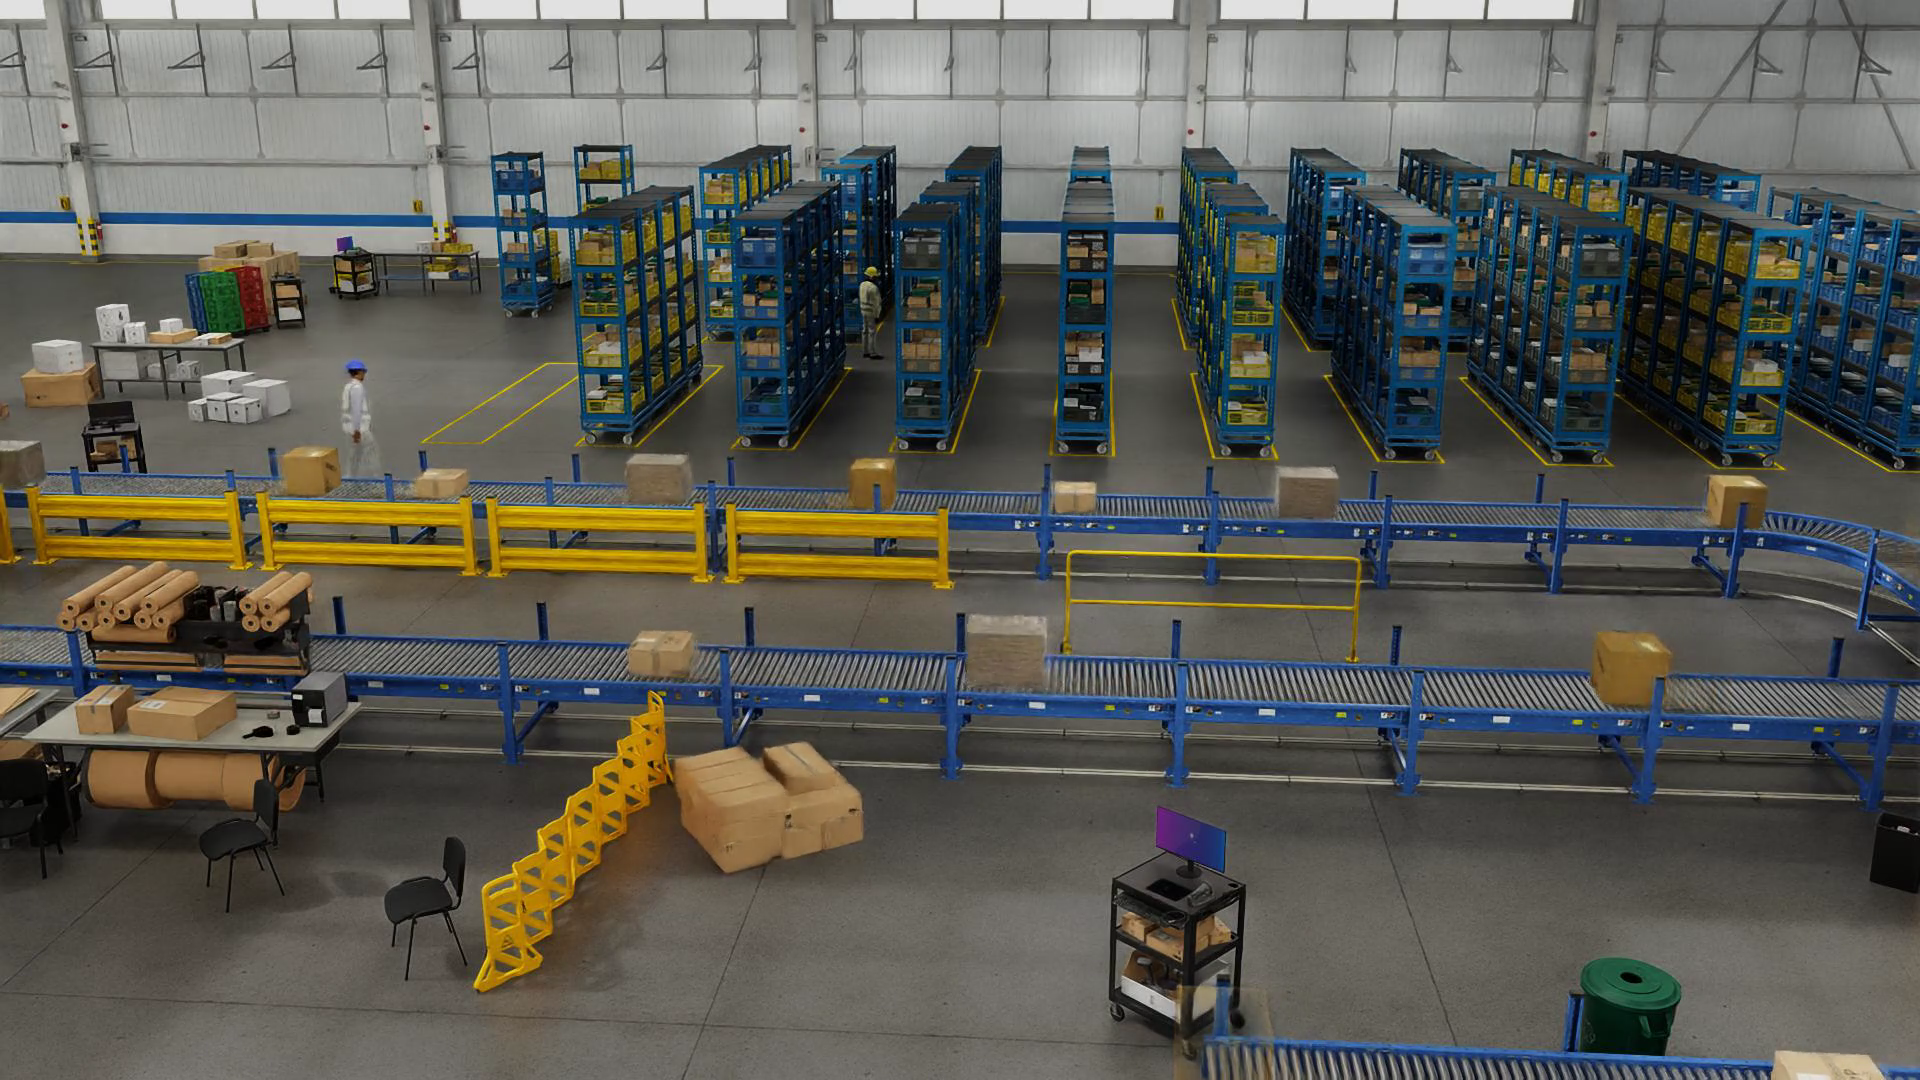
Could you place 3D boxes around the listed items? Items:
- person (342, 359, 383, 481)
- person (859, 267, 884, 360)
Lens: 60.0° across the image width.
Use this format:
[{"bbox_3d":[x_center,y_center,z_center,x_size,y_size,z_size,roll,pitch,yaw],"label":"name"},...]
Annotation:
[{"bbox_3d":[-8.448,-1.596,23.532,0.744,1.885,0.676,-13,22,-35],"label":"person"},{"bbox_3d":[-1.748,-4.458,32.718,0.403,1.826,0.586,-11,21,-31],"label":"person"}]
